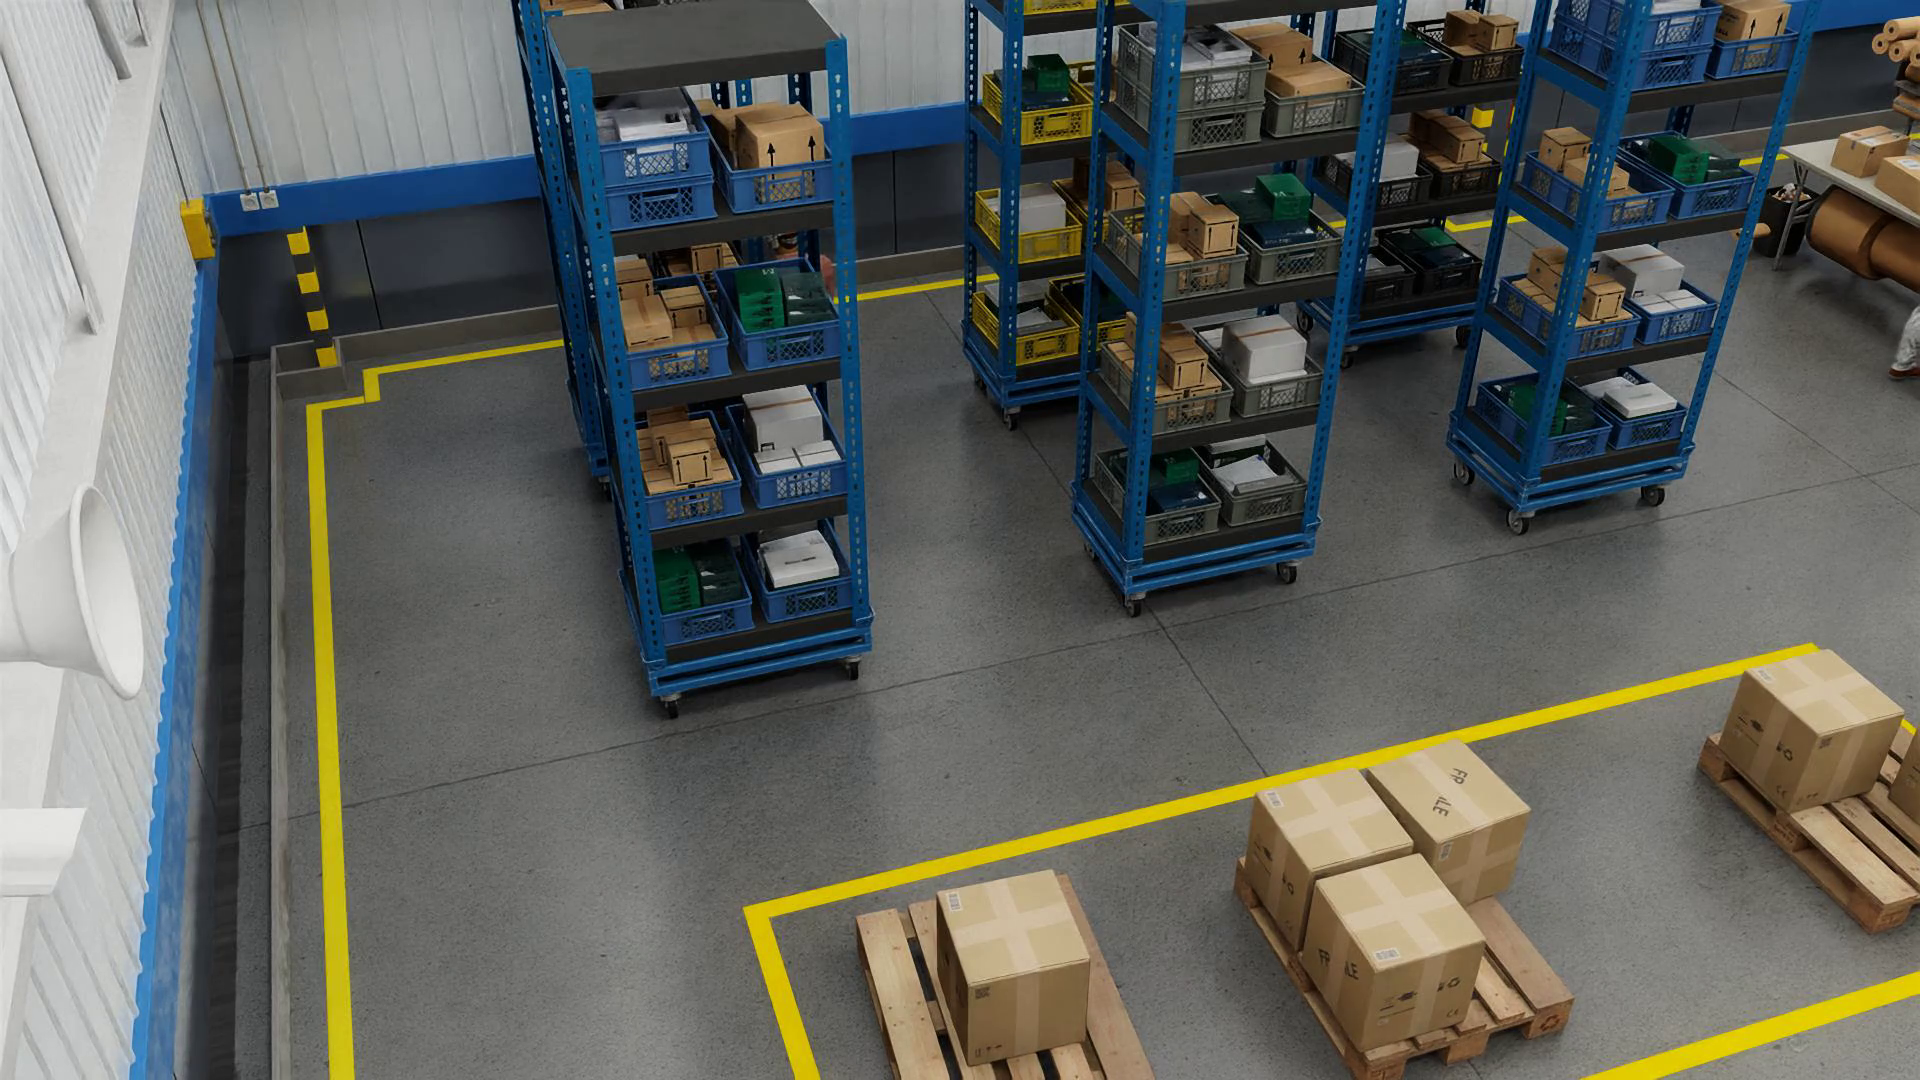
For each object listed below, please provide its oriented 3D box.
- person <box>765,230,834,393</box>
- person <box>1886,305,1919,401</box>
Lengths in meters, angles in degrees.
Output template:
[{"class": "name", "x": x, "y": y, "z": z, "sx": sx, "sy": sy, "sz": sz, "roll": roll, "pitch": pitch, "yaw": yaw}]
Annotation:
[{"class": "person", "x": -1.025, "y": -1.126, "z": 10.161, "sx": 0.626, "sy": 1.979, "sz": 0.411, "roll": -30, "pitch": 45, "yaw": -35}, {"class": "person", "x": 6.809, "y": -1.869, "z": 11.257, "sx": 0.369, "sy": 1.930, "sz": 0.631, "roll": -8, "pitch": 36, "yaw": -11}]
